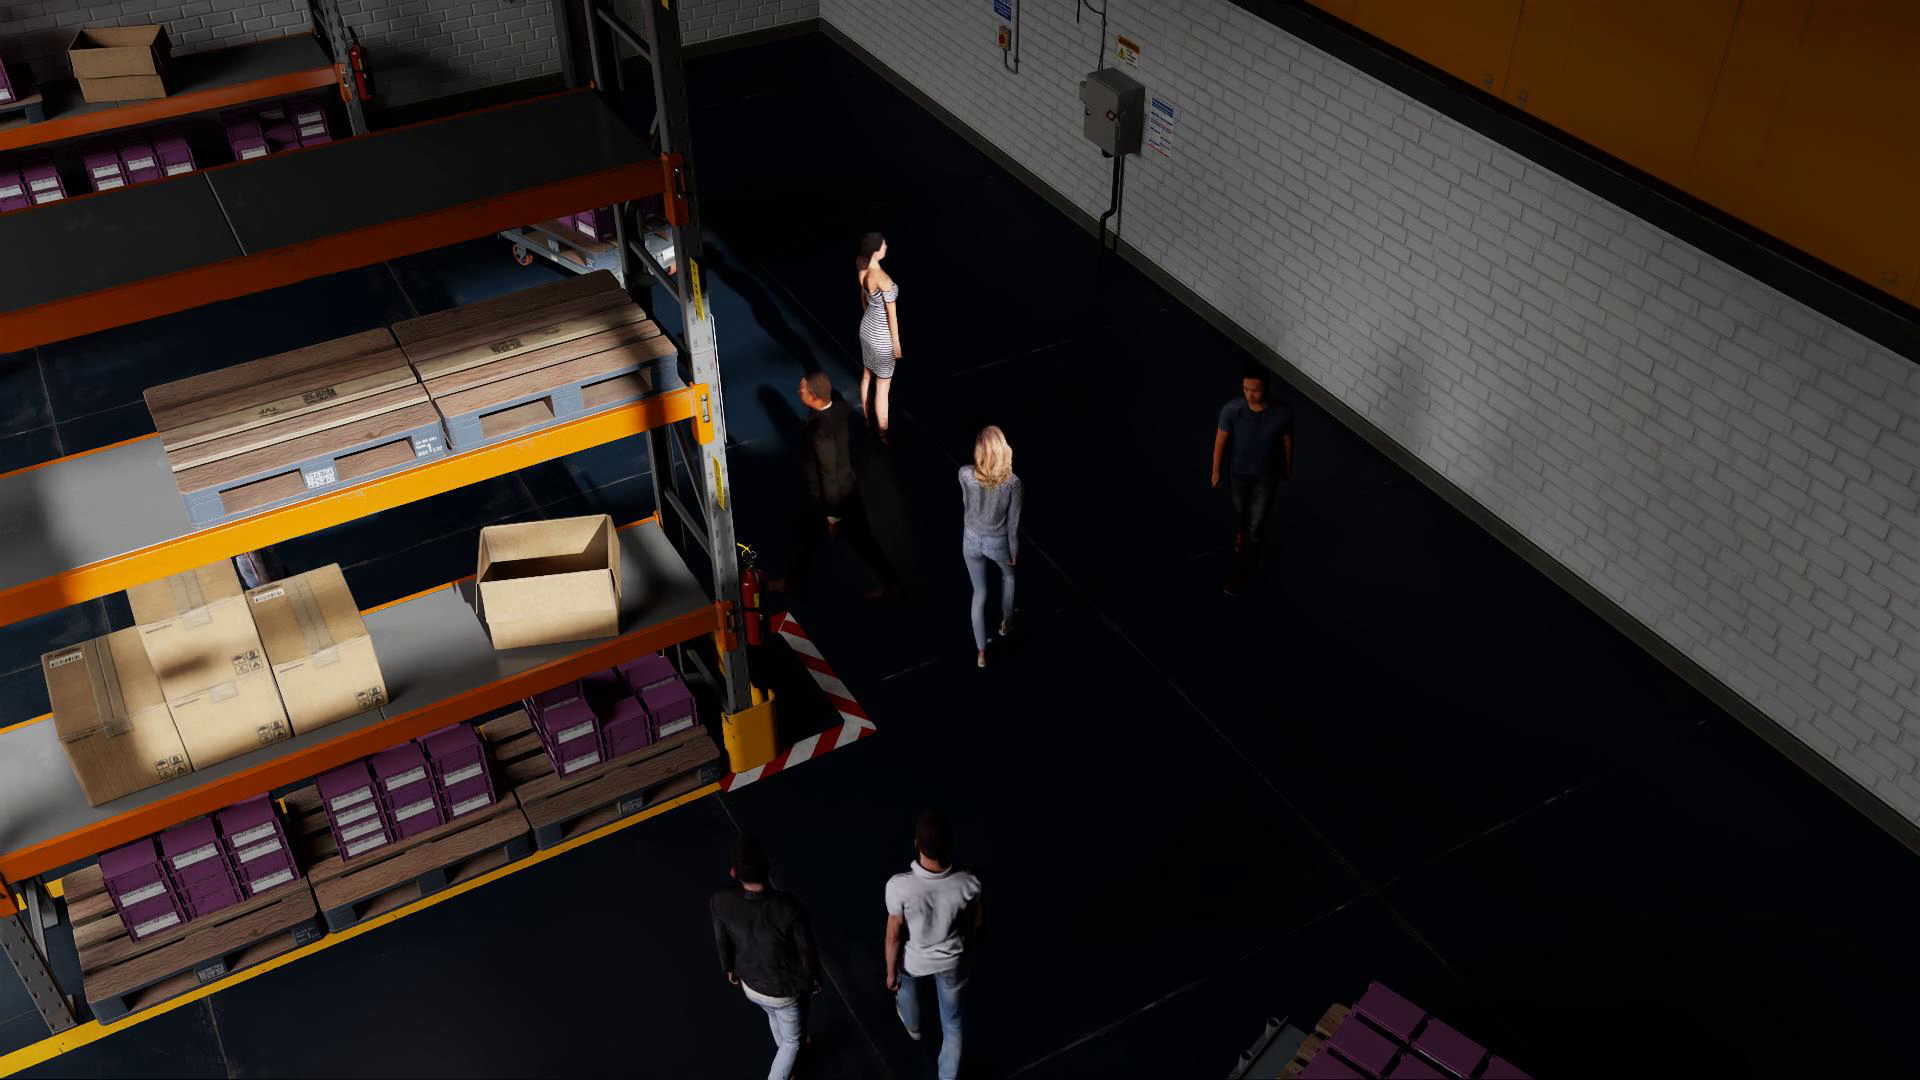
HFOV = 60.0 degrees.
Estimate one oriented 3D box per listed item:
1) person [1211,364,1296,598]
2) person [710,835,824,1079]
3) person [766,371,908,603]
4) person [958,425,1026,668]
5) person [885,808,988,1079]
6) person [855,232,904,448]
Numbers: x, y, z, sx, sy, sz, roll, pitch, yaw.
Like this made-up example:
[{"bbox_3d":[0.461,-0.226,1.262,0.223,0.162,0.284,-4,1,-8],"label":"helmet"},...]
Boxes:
[{"bbox_3d":[2.035,-0.528,11.436,1.152,1.757,1.216,7,39,9],"label":"person"},{"bbox_3d":[-0.919,2.178,8.004,1.059,1.811,1.139,12,40,15],"label":"person"},{"bbox_3d":[-0.758,-0.271,11.033,1.353,1.858,1.281,9,40,12],"label":"person"},{"bbox_3d":[0.150,0.097,10.645,0.859,1.767,0.931,12,40,15],"label":"person"},{"bbox_3d":[-0.113,2.103,8.086,0.947,1.827,0.924,-6,39,-7],"label":"person"},{"bbox_3d":[-0.633,-1.519,12.625,0.532,1.822,0.597,-22,43,-25],"label":"person"}]
